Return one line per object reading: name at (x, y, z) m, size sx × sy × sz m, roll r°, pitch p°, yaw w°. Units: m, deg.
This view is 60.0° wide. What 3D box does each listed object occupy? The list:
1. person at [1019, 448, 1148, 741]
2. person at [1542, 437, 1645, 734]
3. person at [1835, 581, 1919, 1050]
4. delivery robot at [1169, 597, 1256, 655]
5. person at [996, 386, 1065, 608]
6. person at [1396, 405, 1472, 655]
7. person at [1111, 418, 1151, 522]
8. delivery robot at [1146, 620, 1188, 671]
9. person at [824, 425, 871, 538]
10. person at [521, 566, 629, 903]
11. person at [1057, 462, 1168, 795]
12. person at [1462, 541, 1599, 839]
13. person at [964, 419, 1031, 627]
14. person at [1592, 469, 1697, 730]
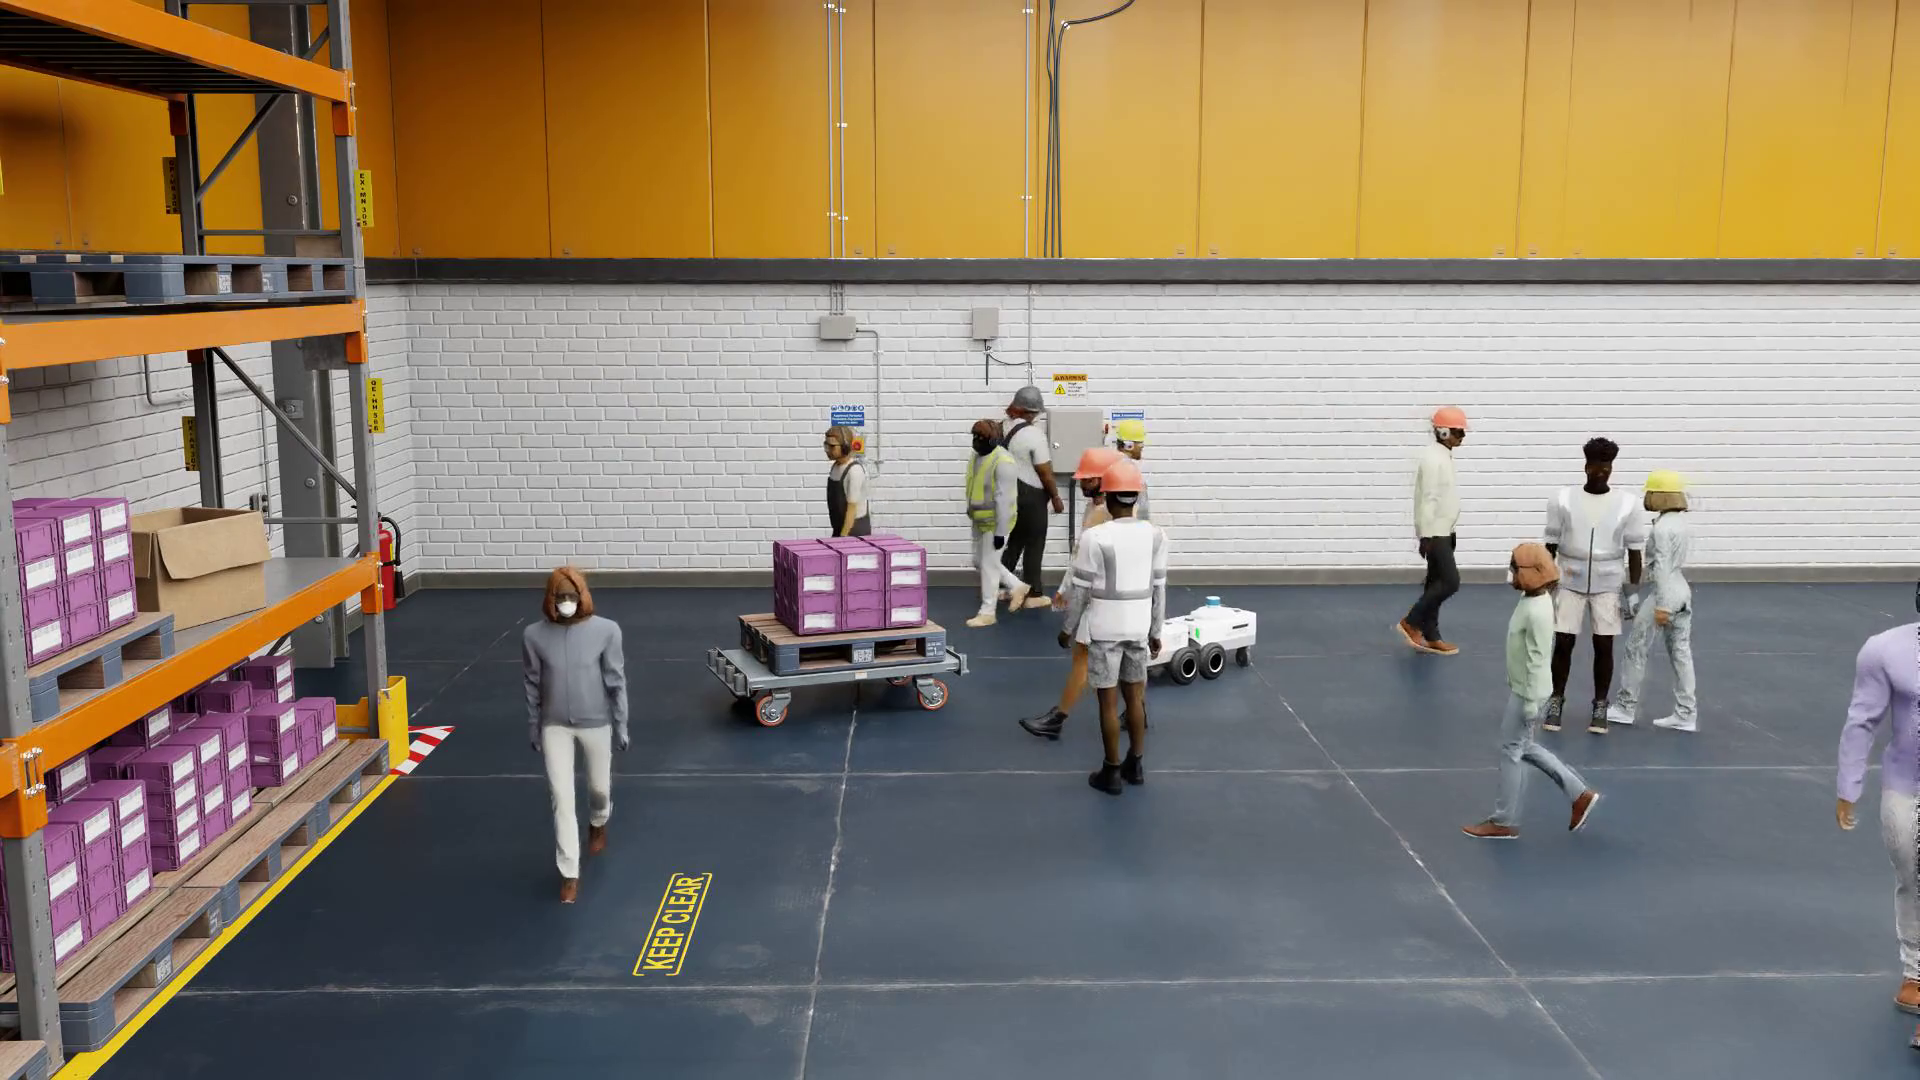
person at (0.831, 0.350, 10.735) m, size 0.935 × 1.890 × 0.547 m, roll -1°, pitch 9°, yaw -9°
person at (4.111, 0.295, 10.892) m, size 0.640 × 1.953 × 0.413 m, roll 4°, pitch 10°, yaw 22°
person at (3.791, 1.030, 6.521) m, size 0.663 × 1.897 × 0.939 m, roll 7°, pitch 12°, yaw 38°
delivery robot at (1.912, 0.671, 12.568) m, size 0.707 × 0.478 × 0.477 m, roll -7°, pitch 12°, yaw -39°
person at (0.593, -0.399, 14.870) m, size 0.537 × 2.000 × 0.720 m, roll -6°, pitch 11°, yaw -35°
person at (3.762, -0.066, 13.009) m, size 0.435 × 1.977 × 0.655 m, roll 5°, pitch 10°, yaw 27°
person at (1.346, -0.101, 13.745) m, size 0.447 × 1.812 × 0.656 m, roll -2°, pitch 9°, yaw -9°
delivery robot at (1.329, 0.744, 12.122) m, size 0.707 × 0.478 × 0.477 m, roll -7°, pitch 12°, yaw -39°
person at (-0.954, 0.002, 13.076) m, size 0.630 × 1.821 × 0.505 m, roll -6°, pitch 11°, yaw -31°
person at (-1.893, 0.900, 8.233) m, size 0.505 × 1.606 × 0.758 m, roll -1°, pitch 9°, yaw -7°
person at (0.899, 0.505, 9.660) m, size 0.560 × 1.927 × 0.427 m, roll -5°, pitch 10°, yaw -26°
person at (3.038, 0.803, 8.770) m, size 0.609 × 1.615 × 0.511 m, roll 3°, pitch 10°, yaw 16°
person at (0.346, -0.145, 14.069) m, size 0.682 × 1.801 × 0.675 m, roll -6°, pitch 11°, yaw -31°
person at (4.574, 0.388, 11.012) m, size 0.747 × 1.712 × 0.508 m, roll 8°, pitch 12°, yaw 40°
